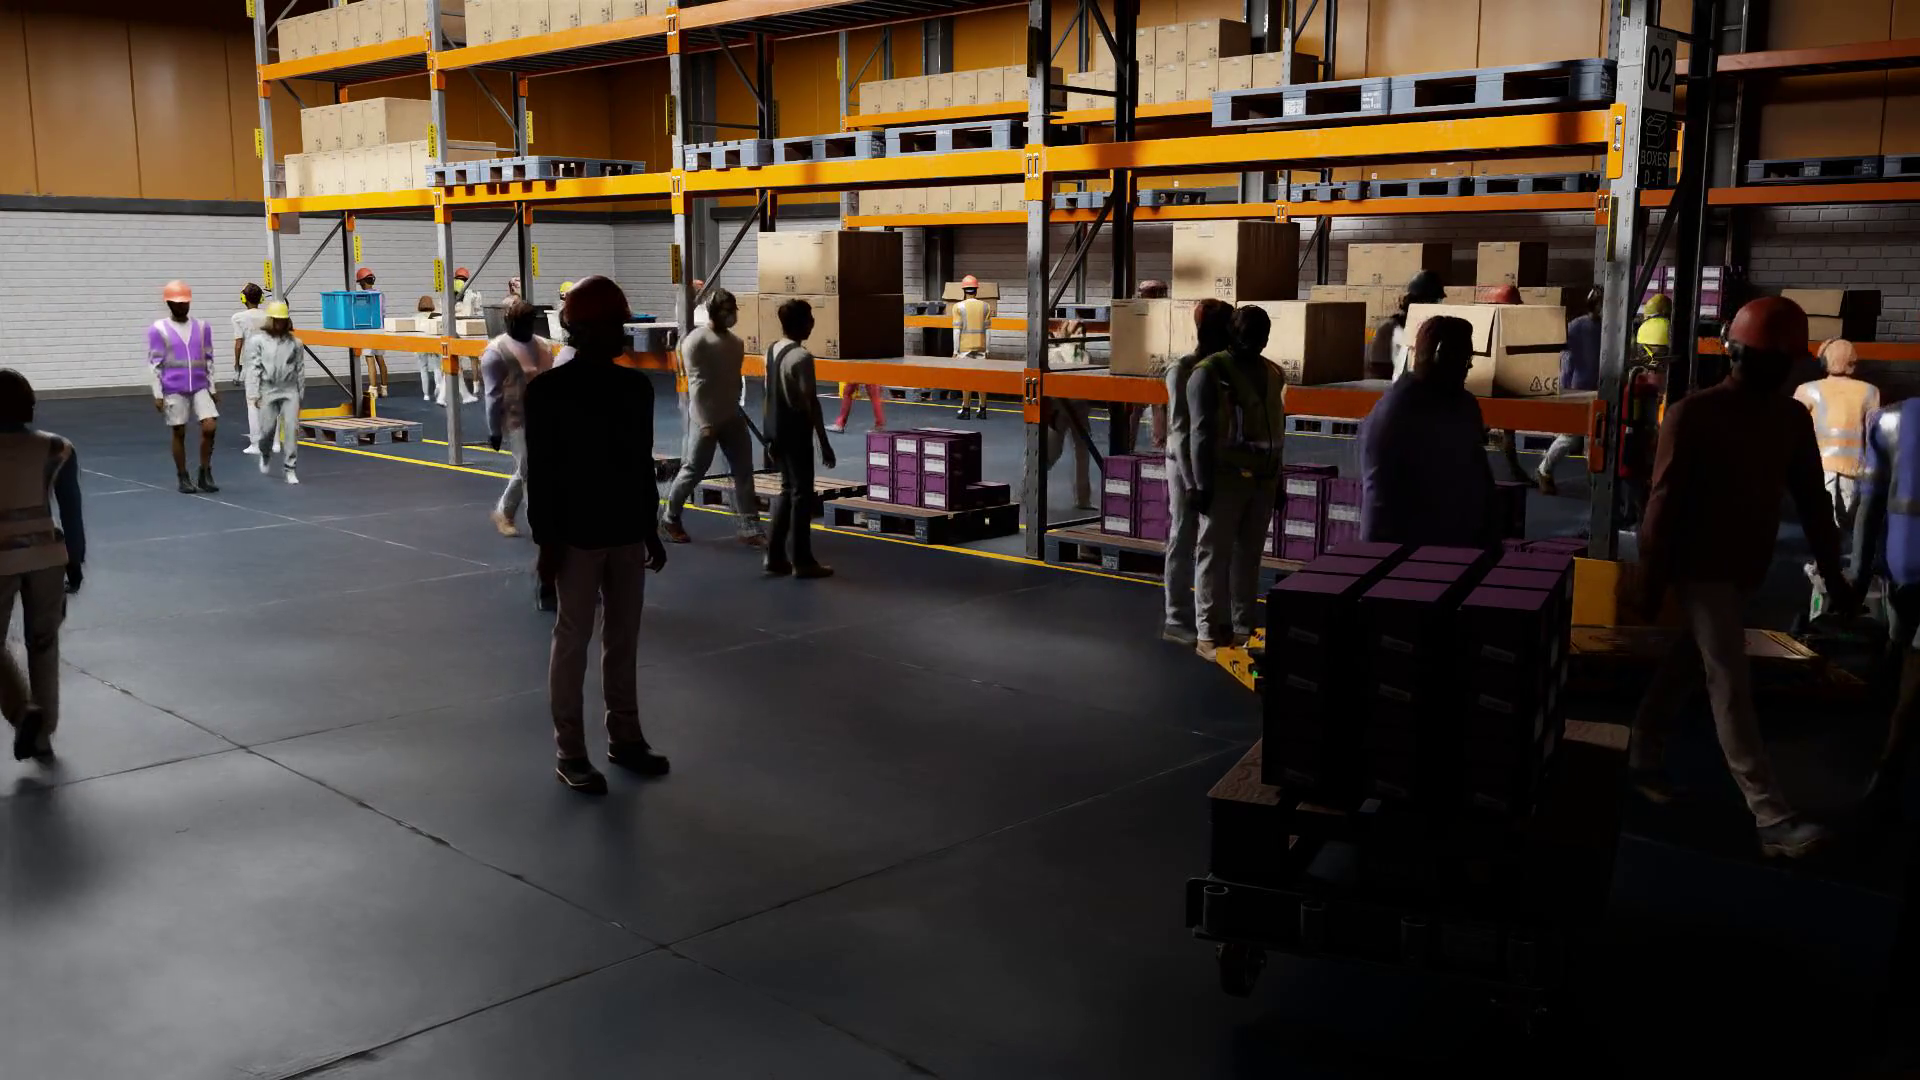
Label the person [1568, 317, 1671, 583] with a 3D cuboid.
[{"bbox_3d":[4.118,-0.514,10.303,0.771,1.735,0.532,9,13,42],"label":"person"}]

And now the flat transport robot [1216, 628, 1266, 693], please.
[{"bbox_3d":[2.043,0.562,8.178,1.431,0.197,0.652,-1,9,-7],"label":"flat transport robot"}]

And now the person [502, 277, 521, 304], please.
[{"bbox_3d":[-6.091,-2.668,22.981,0.402,1.906,0.651,1,9,3],"label":"person"}]

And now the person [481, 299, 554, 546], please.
[{"bbox_3d":[-3.219,-0.865,12.219,0.895,1.815,0.617,5,11,30],"label":"person"}]

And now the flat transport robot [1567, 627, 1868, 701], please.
[{"bbox_3d":[3.515,0.581,8.061,1.431,0.197,0.652,1,9,7],"label":"flat transport robot"}]

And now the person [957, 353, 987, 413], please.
[{"bbox_3d":[0.177,-2.577,23.292,0.493,1.626,0.284,-5,10,-26],"label":"person"}]

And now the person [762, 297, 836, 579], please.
[{"bbox_3d":[-1.069,-0.655,10.849,0.371,1.840,0.543,-6,11,-34],"label":"person"}]

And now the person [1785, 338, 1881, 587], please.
[{"bbox_3d":[5.300,-0.425,10.183,0.531,1.593,0.858,0,9,2],"label":"person"}]

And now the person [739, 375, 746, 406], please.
[{"bbox_3d":[-3.354,-2.768,24.428,0.499,1.633,0.285,-8,12,-39],"label":"person"}]

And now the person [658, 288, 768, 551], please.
[{"bbox_3d":[-1.805,-0.877,12.067,1.015,1.896,0.634,7,11,35],"label":"person"}]

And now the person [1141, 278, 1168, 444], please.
[{"bbox_3d":[2.193,-2.050,19.157,0.560,1.916,0.634,-1,9,-8],"label":"person"}]

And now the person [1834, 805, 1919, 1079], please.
[{"bbox_3d":[2.535,0.413,3.946,0.917,1.956,0.637,-7,11,-36],"label":"person"}]

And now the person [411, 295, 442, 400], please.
[{"bbox_3d":[-8.150,-2.946,25.555,0.534,1.613,0.459,-4,10,-23],"label":"person"}]

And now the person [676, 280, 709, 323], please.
[{"bbox_3d":[-3.495,-2.563,22.451,0.605,1.865,0.645,-4,10,-25],"label":"person"}]

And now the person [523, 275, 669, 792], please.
[{"bbox_3d":[-1.413,-0.031,6.540,0.384,1.993,0.622,7,12,38],"label":"person"}]

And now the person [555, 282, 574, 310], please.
[{"bbox_3d":[-6.026,-3.043,25.535,0.404,1.825,0.586,-2,9,-11],"label":"person"}]

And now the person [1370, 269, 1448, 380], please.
[{"bbox_3d":[3.269,-0.949,12.032,0.700,2.000,0.653,-5,11,-29],"label":"person"}]

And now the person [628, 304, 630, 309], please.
[{"bbox_3d":[-6.014,-3.592,29.075,0.528,1.767,0.329,-1,9,-8],"label":"person"}]

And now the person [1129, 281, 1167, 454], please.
[{"bbox_3d":[2.011,-1.829,17.930,0.665,1.901,0.571,-2,9,-10],"label":"person"}]

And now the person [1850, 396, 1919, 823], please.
[{"bbox_3d":[3.632,0.087,6.207,1.028,1.892,0.551,-7,12,-38],"label":"person"}]

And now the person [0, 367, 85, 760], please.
[{"bbox_3d":[-3.828,0.113,6.769,0.530,1.624,0.502,-8,12,-41],"label":"person"}]

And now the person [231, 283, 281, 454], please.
[{"bbox_3d":[-7.711,-1.875,18.234,0.312,1.869,0.535,9,13,44],"label":"person"}]

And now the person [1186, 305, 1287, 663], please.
[{"bbox_3d":[1.459,-0.292,8.631,0.619,1.839,0.430,-6,11,-33],"label":"person"}]

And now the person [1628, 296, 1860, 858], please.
[{"bbox_3d":[2.757,0.112,5.900,0.631,1.925,1.055,-4,10,-23],"label":"person"}]

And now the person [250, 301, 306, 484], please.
[{"bbox_3d":[-6.454,-1.400,15.744,0.491,1.724,0.561,-6,11,-33],"label":"person"}]

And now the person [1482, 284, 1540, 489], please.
[{"bbox_3d":[4.979,-1.445,15.558,1.012,1.893,0.556,7,12,38],"label":"person"}]

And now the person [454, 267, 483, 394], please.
[{"bbox_3d":[-8.053,-3.391,26.996,0.615,2.040,0.391,-3,10,-18],"label":"person"}]

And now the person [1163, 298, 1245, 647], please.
[{"bbox_3d":[1.346,-0.330,8.764,0.587,1.867,0.680,-9,13,-43],"label":"person"}]

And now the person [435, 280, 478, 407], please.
[{"bbox_3d":[-7.438,-2.892,24.506,0.600,1.871,1.018,4,10,21],"label":"person"}]

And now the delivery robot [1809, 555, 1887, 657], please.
[{"bbox_3d":[4.544,0.321,8.504,0.477,0.478,0.707,5,11,28],"label":"delivery robot"}]

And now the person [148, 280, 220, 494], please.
[{"bbox_3d":[-6.898,-1.349,14.857,0.584,1.913,0.627,-9,13,-43],"label":"person"}]

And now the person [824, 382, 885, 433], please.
[{"bbox_3d":[-1.296,-2.157,20.386,0.836,1.734,0.533,3,10,18],"label":"person"}]

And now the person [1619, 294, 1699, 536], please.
[{"bbox_3d":[5.244,-0.935,12.581,0.588,1.834,0.403,0,9,3],"label":"person"}]

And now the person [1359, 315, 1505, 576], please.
[{"bbox_3d":[1.855,0.027,6.633,0.632,1.852,0.898,-9,13,-44],"label":"person"}]

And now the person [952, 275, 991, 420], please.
[{"bbox_3d":[0.144,-2.571,22.306,0.545,1.933,0.376,-3,10,-20],"label":"person"}]

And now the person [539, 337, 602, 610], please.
[{"bbox_3d":[-2.264,-0.491,9.732,0.536,1.870,0.602,0,9,-1],"label":"person"}]

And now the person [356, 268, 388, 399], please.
[{"bbox_3d":[-9.208,-3.215,25.948,0.391,2.033,0.605,3,10,20],"label":"person"}]

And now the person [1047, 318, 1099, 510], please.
[{"bbox_3d":[0.879,-1.075,14.087,0.512,1.617,0.695,-6,11,-33],"label":"person"}]

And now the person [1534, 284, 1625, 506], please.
[{"bbox_3d":[5.425,-1.271,14.468,0.629,1.904,0.930,-3,10,-19],"label":"person"}]
